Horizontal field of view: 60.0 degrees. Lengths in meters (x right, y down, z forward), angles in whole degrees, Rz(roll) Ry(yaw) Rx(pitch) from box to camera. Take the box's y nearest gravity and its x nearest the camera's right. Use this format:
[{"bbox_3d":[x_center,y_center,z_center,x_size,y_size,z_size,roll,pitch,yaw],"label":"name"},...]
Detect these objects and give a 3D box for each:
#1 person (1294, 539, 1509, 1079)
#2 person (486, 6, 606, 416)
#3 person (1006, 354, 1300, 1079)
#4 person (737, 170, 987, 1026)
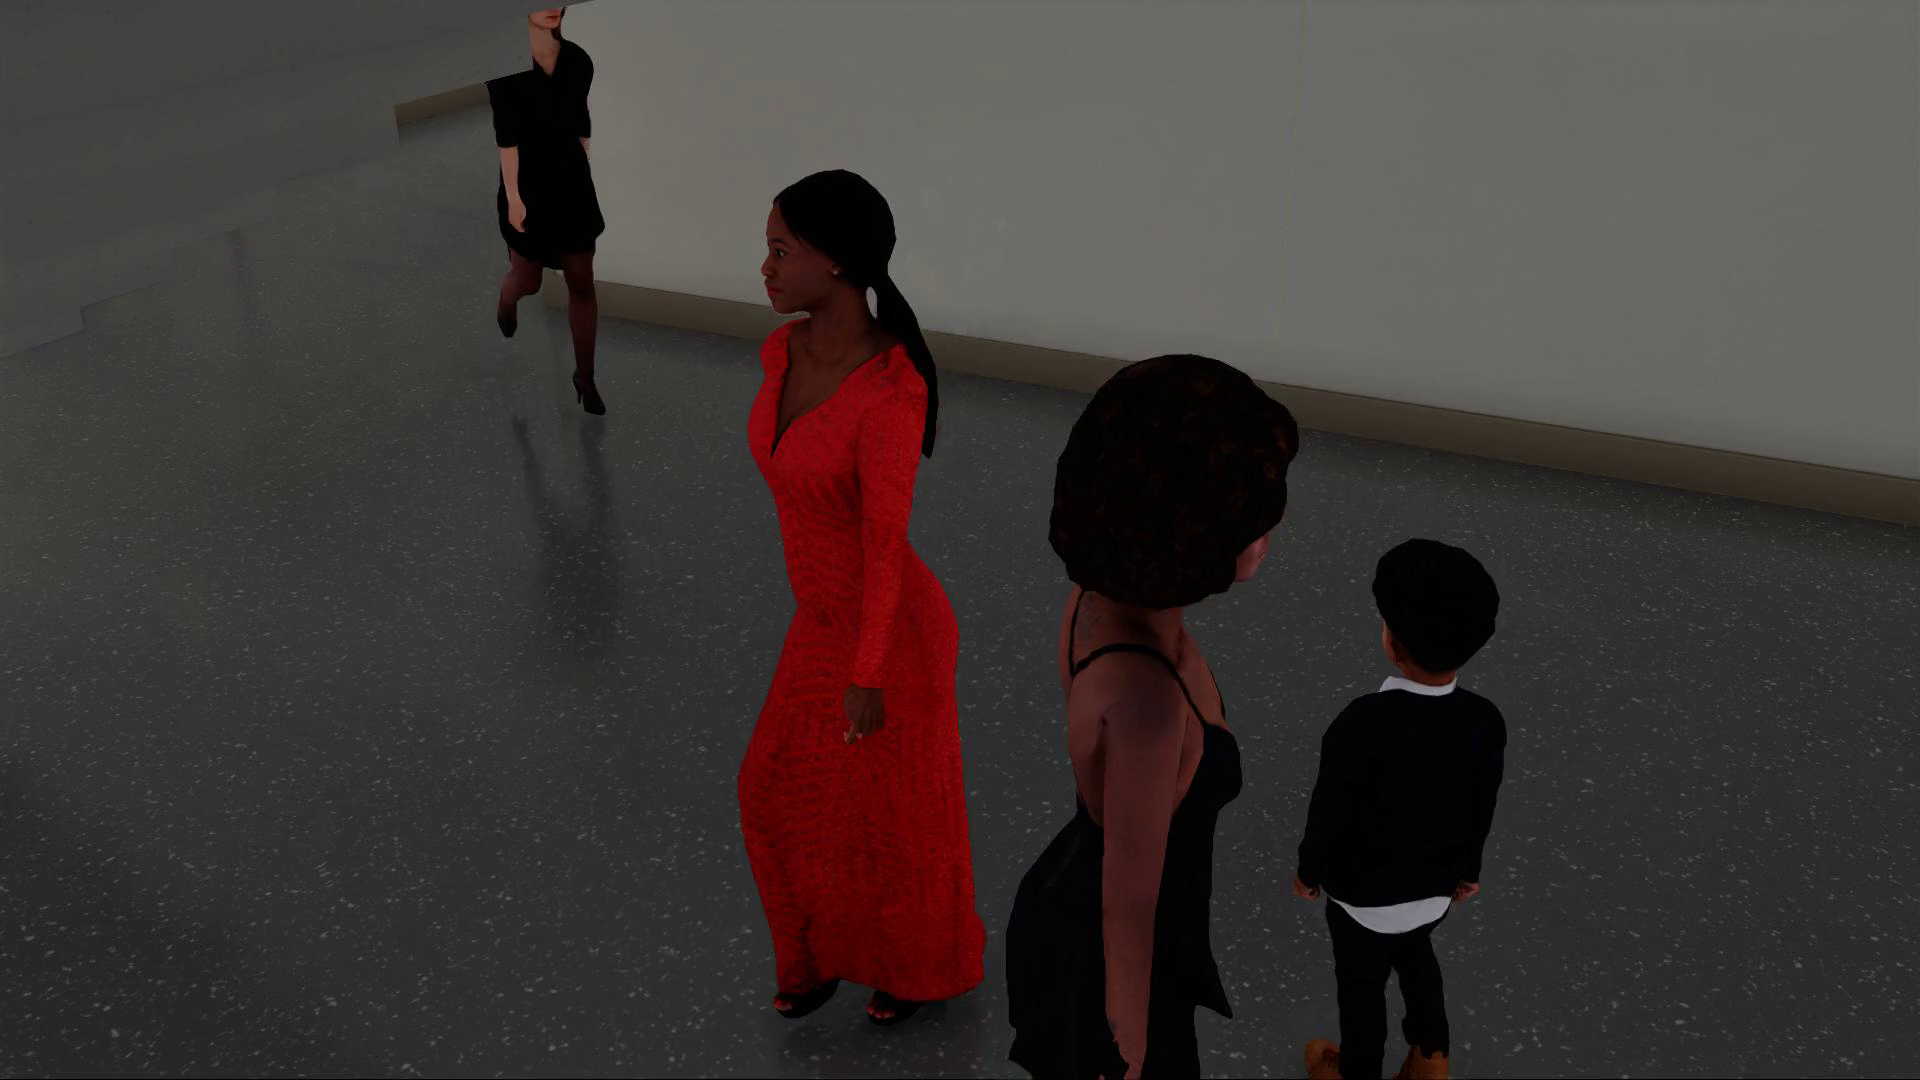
[{"bbox_3d":[0.807,0.589,2.962,0.629,1.216,0.689,-9,27,-18],"label":"person"},{"bbox_3d":[-1.638,-1.331,6.412,0.885,1.678,1.064,-18,31,-33],"label":"person"},{"bbox_3d":[0.129,0.603,2.296,0.960,1.770,0.815,-2,26,-4],"label":"person"},{"bbox_3d":[-0.107,0.177,3.181,0.828,1.767,0.779,-23,34,-39],"label":"person"}]
